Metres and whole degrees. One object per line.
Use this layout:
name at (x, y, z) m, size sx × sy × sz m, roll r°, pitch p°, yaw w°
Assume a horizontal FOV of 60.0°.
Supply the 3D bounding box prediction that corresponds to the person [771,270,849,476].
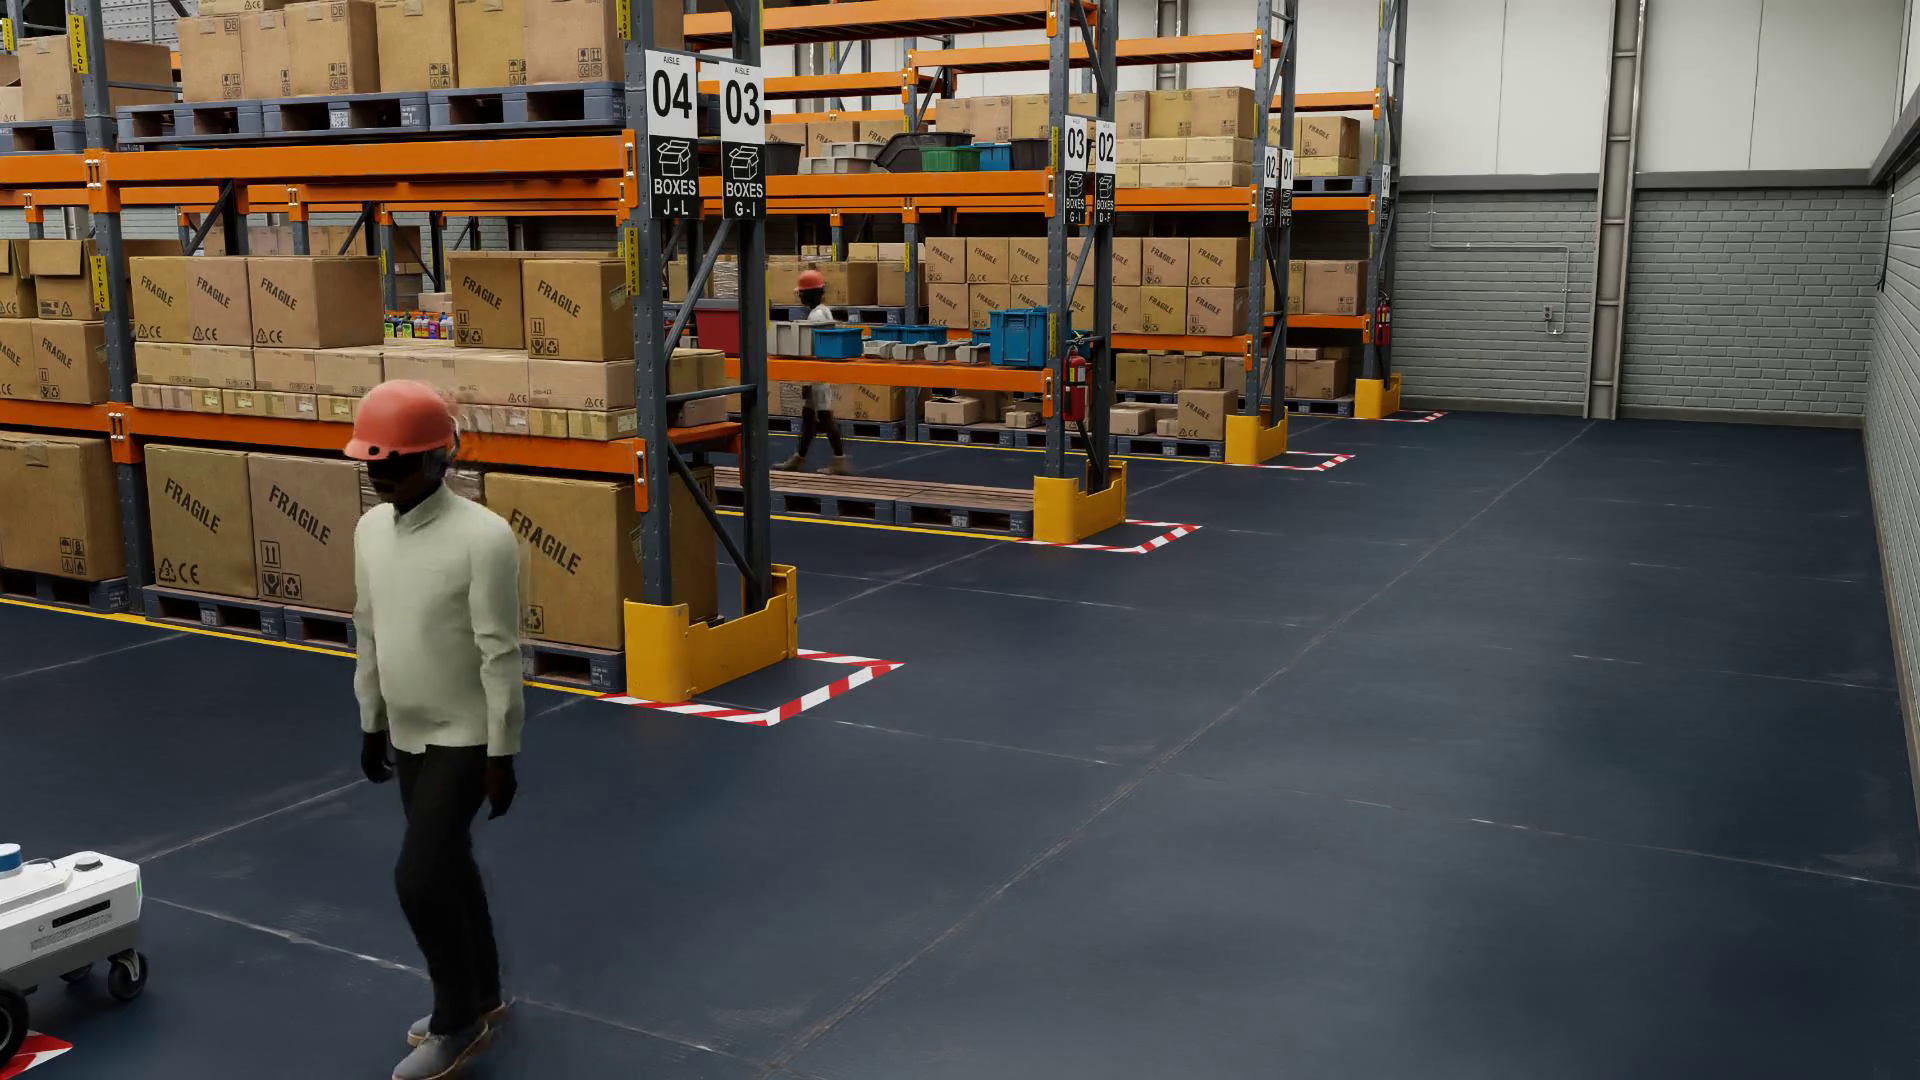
person at (-1.442, -1.608, 16.206) m, size 0.688 × 2.029 × 0.639 m, roll 0°, pitch 10°, yaw -3°

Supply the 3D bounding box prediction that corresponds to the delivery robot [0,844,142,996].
delivery robot at (-2.810, 1.142, 4.917) m, size 0.477 × 0.478 × 0.707 m, roll 6°, pitch 12°, yaw 29°

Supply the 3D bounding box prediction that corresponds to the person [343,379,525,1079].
person at (-1.487, 0.538, 4.590) m, size 0.646 × 1.968 × 0.634 m, roll 7°, pitch 13°, yaw 35°
